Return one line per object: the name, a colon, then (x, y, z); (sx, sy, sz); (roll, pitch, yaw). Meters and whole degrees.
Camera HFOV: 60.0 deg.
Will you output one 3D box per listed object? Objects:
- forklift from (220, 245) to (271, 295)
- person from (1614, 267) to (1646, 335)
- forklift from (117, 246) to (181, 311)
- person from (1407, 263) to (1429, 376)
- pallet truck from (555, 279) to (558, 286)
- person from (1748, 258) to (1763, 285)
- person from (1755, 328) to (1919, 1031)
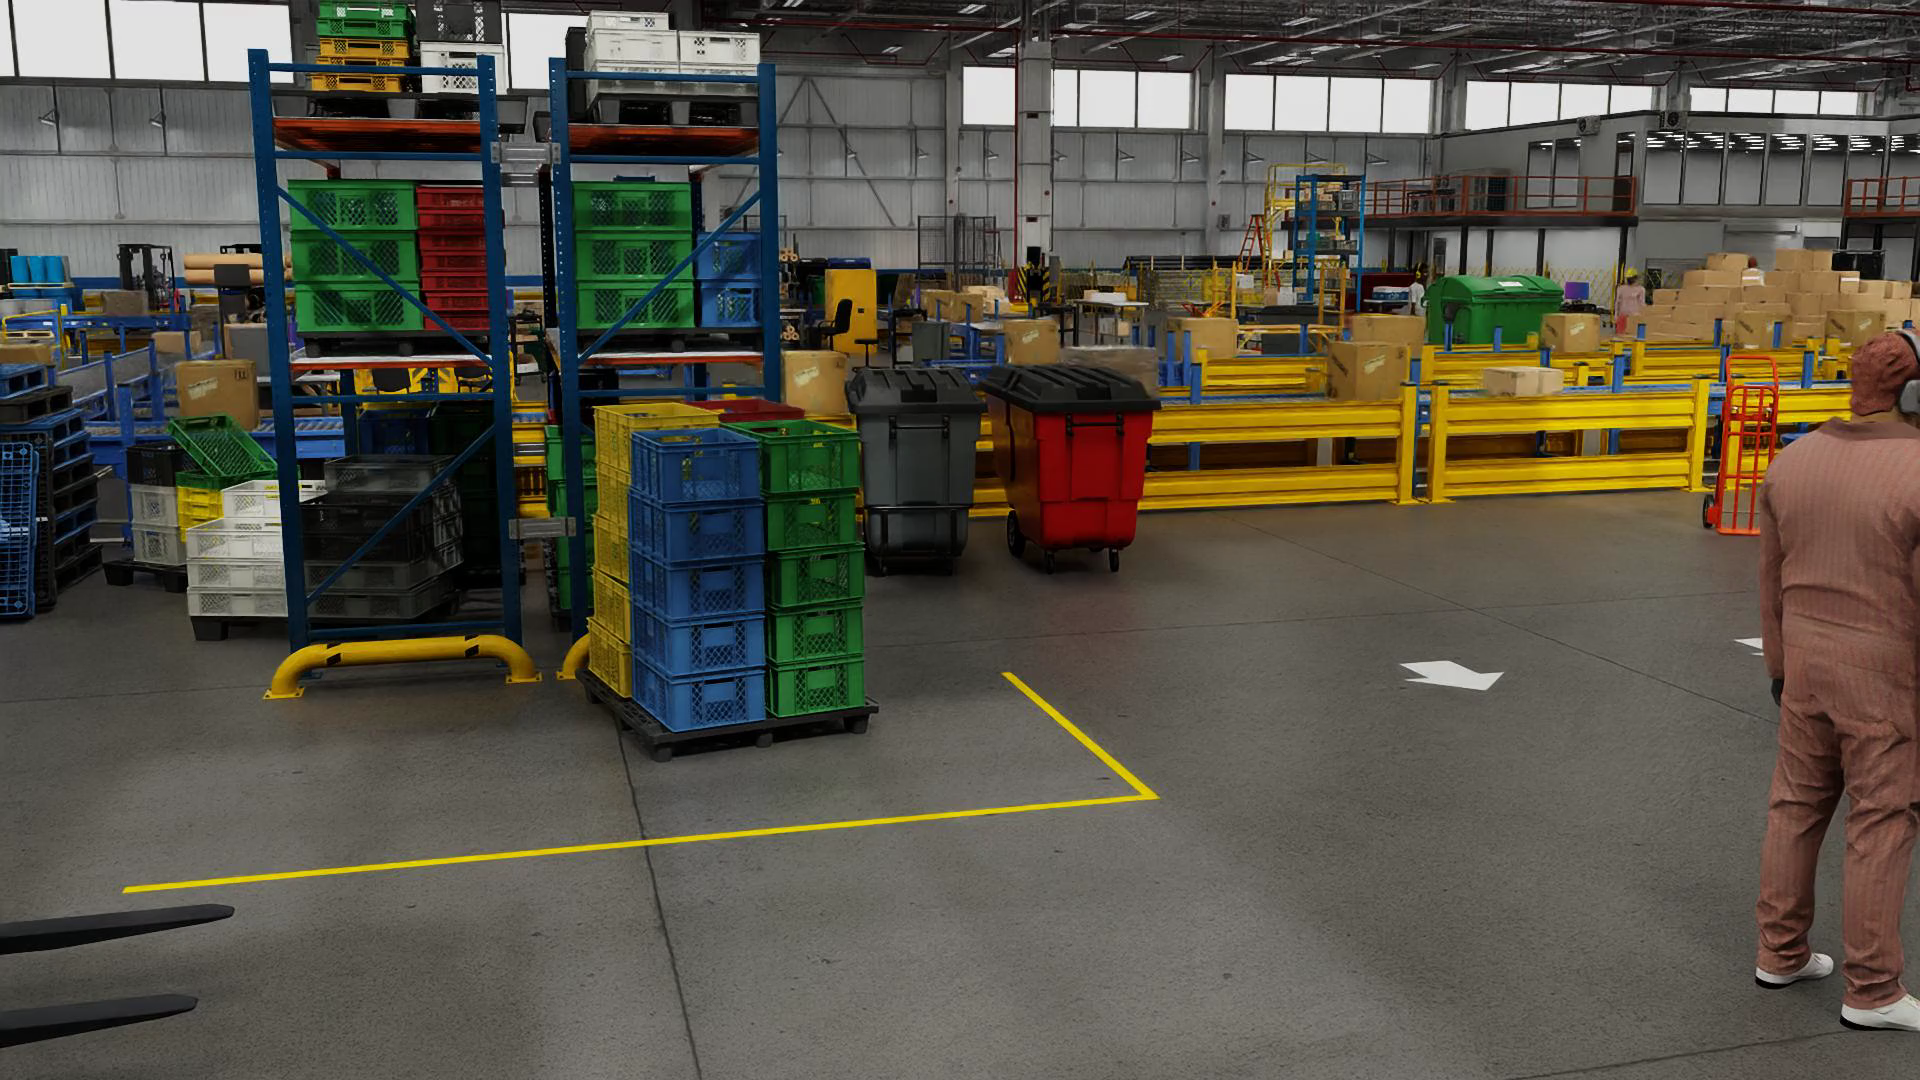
forklift: (-17.749, -6.334, 41.440); (1.157, 1.987, 2.680); (-3, 10, -17)
person: (12.133, -4.061, 30.145); (0.538, 1.743, 0.401); (8, 13, 39)
forklift: (-19.966, -6.232, 40.894); (1.157, 1.987, 2.680); (-3, 10, -15)
person: (7.032, -3.305, 25.530); (0.329, 1.872, 0.508); (5, 11, 25)
pallet truck: (-10.604, -6.375, 44.520); (0.653, 1.274, 1.630); (-3, 10, -15)
person: (19.401, -6.021, 40.987); (0.594, 1.831, 0.972); (0, 10, -3)
person: (2.492, 0.380, 4.563); (0.407, 1.908, 0.641); (-4, 11, -21)
